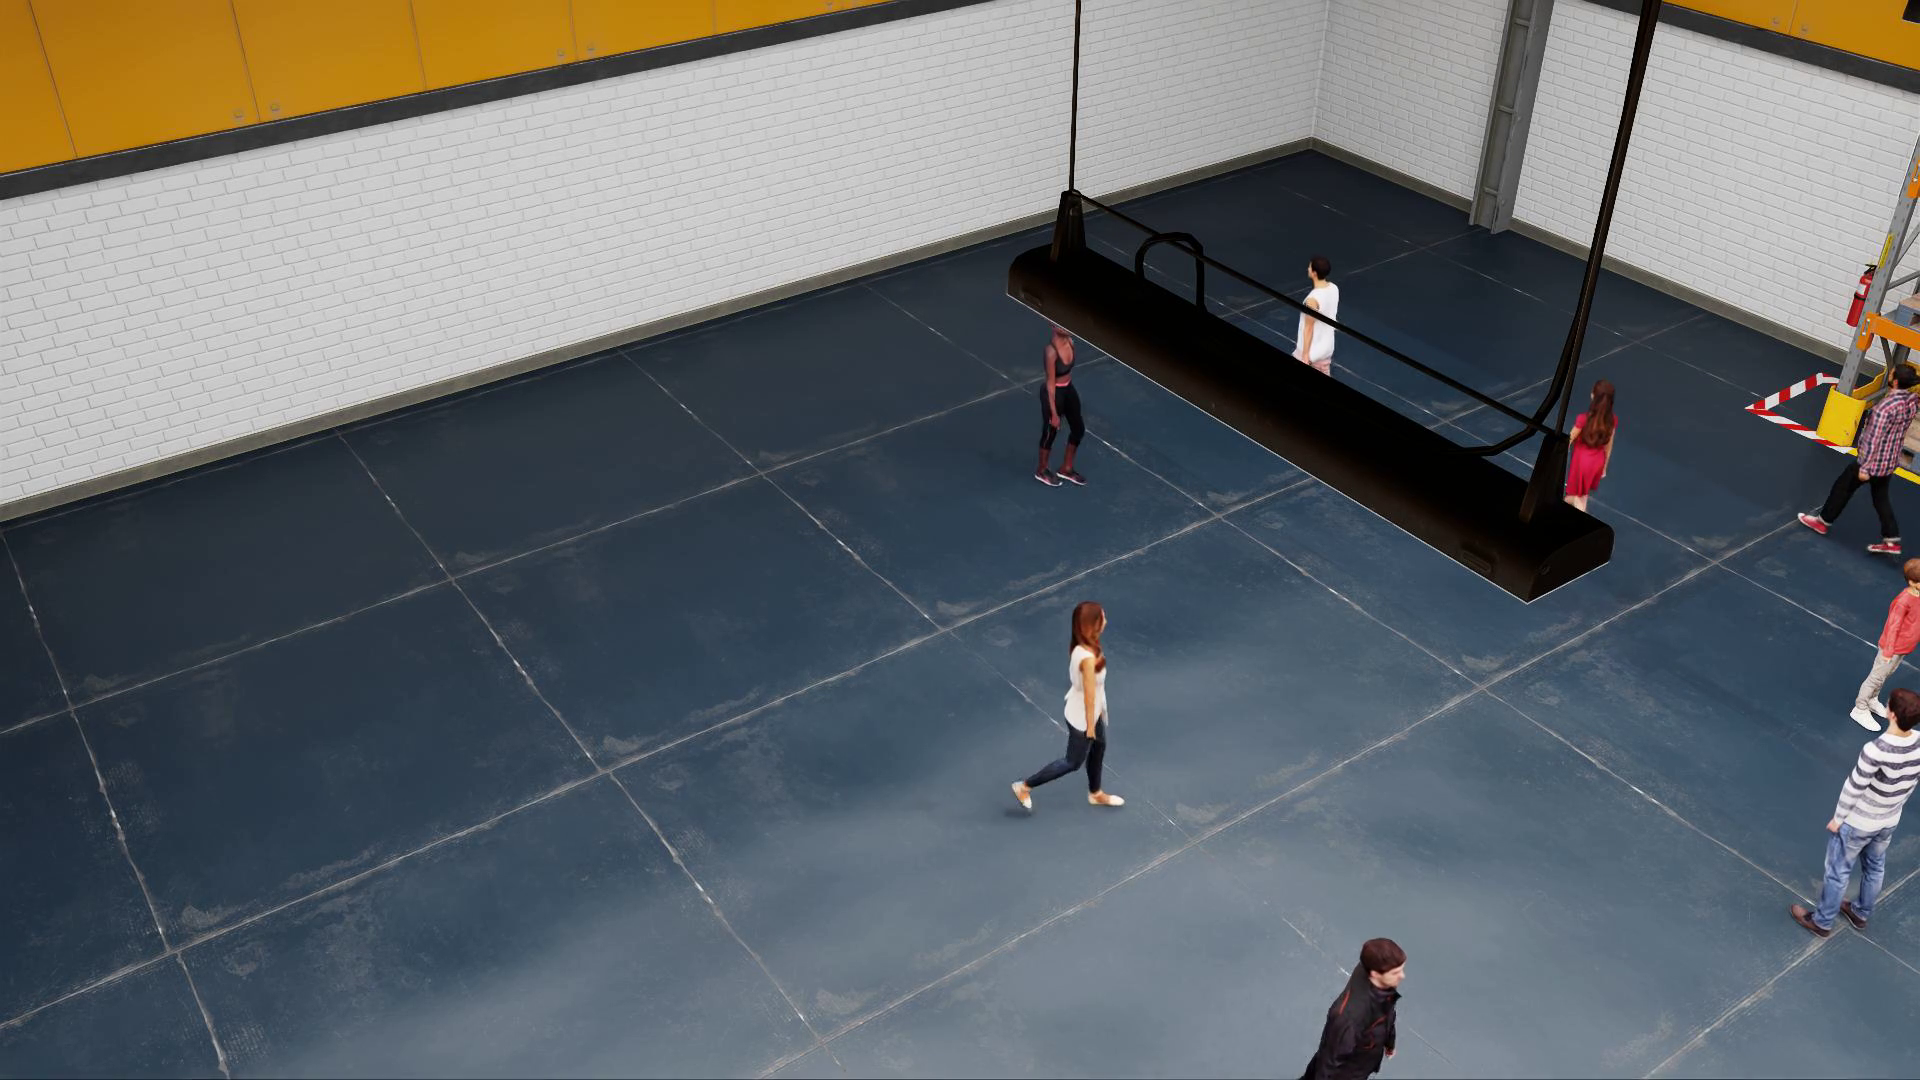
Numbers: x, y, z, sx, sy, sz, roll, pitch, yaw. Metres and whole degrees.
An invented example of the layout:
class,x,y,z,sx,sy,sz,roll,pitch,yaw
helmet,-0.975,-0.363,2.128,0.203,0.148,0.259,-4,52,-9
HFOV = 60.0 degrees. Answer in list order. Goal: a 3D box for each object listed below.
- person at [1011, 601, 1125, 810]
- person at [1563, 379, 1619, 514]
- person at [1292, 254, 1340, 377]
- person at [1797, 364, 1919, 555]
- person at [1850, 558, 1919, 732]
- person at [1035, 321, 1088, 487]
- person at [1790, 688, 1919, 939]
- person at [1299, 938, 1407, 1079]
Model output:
class,x,y,z,sx,sy,sz,roll,pitch,yaw
person,0.739,1.167,11.248,1.035,1.759,1.054,0,34,1
person,5.341,-0.597,14.127,0.808,1.510,1.084,-6,34,-9
person,3.424,-1.803,15.734,0.742,1.740,1.123,-28,43,-35
person,7.788,-0.654,14.003,0.770,1.742,1.142,-18,37,-24
person,6.863,0.739,12.201,0.537,1.417,0.510,-25,41,-33
person,0.800,-1.287,14.956,0.811,1.743,0.727,22,40,30
person,5.676,1.712,10.349,0.705,1.847,0.663,-9,35,-13
person,1.969,2.749,8.845,1.300,1.784,1.083,17,37,23
